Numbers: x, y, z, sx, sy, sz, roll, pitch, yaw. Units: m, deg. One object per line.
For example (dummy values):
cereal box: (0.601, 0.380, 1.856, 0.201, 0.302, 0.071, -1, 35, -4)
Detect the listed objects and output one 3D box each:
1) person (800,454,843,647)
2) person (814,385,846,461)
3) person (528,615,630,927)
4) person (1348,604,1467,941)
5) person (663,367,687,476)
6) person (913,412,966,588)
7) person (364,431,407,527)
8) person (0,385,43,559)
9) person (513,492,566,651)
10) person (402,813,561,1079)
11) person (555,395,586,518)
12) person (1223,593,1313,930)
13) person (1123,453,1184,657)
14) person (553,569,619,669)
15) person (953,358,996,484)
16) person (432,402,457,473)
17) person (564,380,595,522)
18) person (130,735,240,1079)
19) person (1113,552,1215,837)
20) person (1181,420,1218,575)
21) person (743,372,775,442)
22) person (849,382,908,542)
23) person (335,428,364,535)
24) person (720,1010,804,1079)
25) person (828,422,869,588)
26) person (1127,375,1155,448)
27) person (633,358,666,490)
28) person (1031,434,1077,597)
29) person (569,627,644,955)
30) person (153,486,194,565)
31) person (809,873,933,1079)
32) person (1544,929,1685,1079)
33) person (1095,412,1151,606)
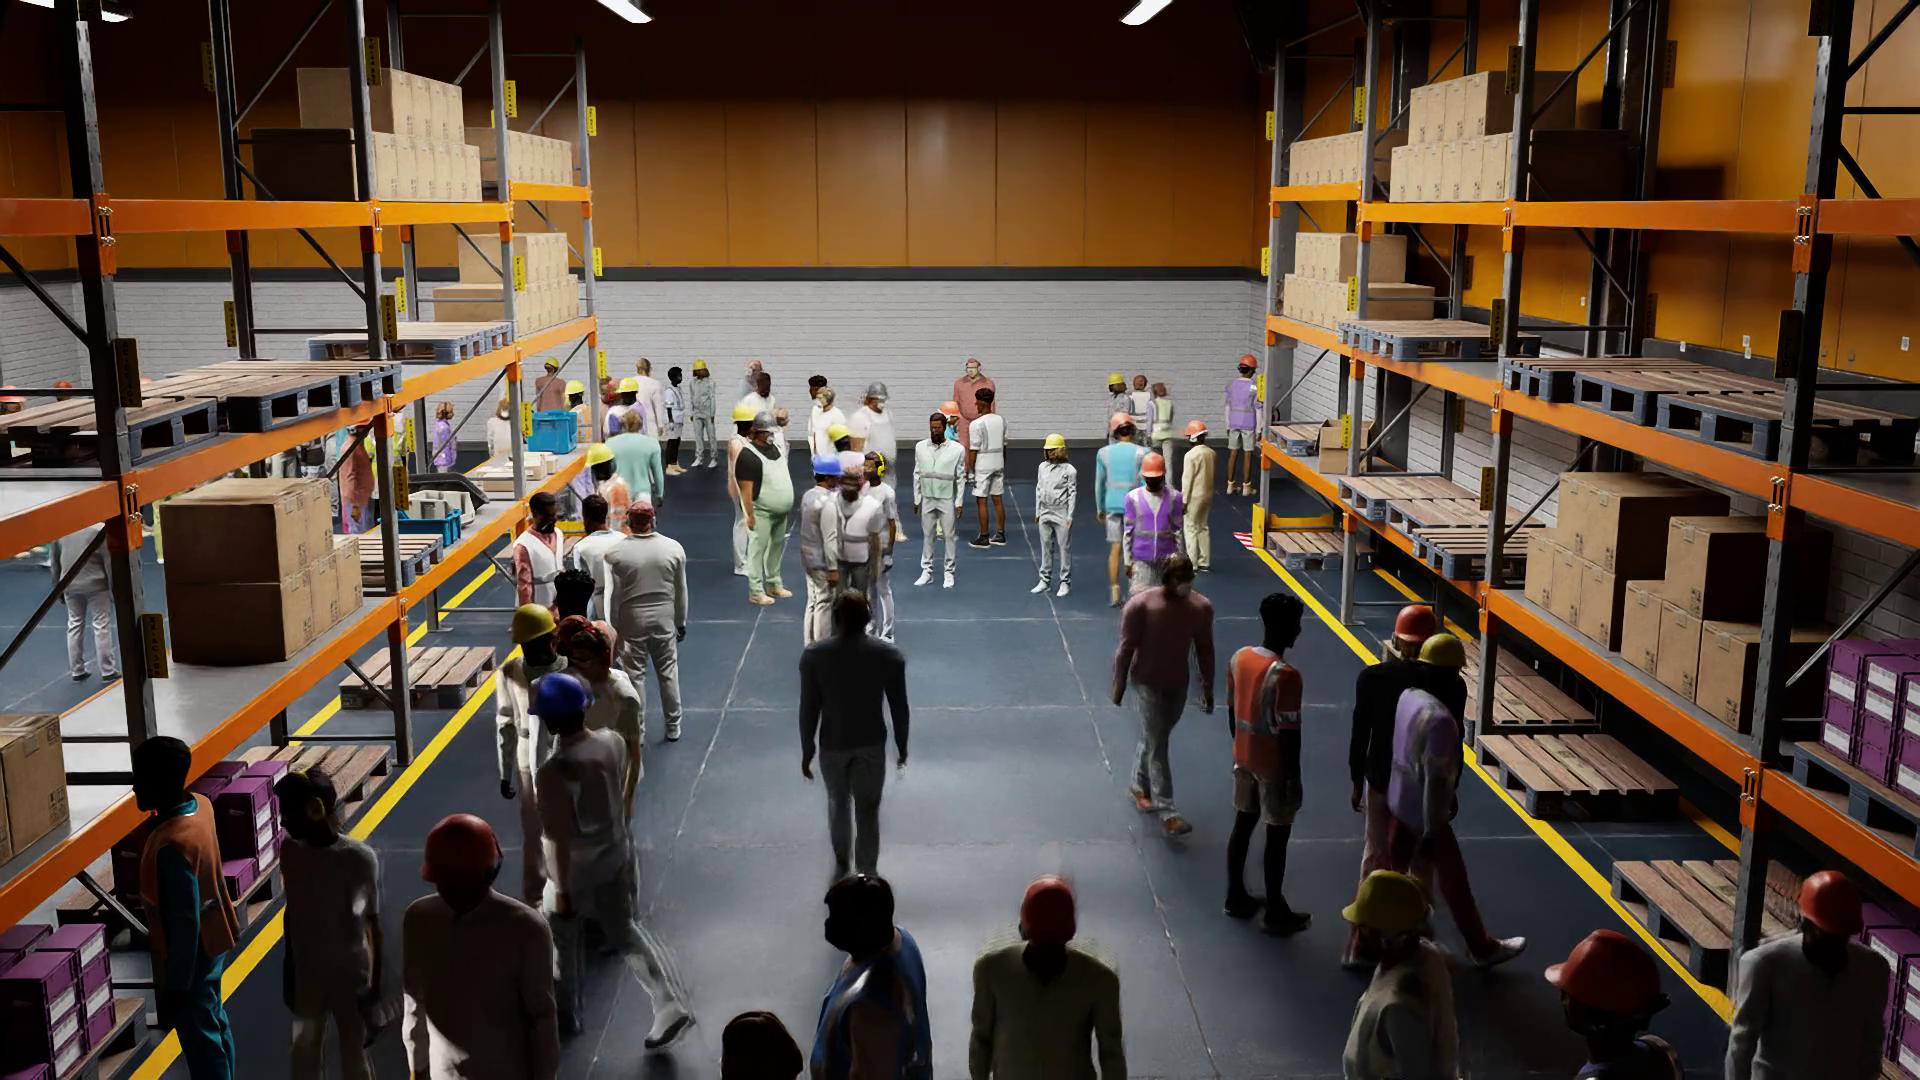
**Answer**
person: (-1.224, 0.188, 14.959, 0.423, 1.938, 0.629, -5, 12, -23)
person: (-1.629, -0.958, 20.696, 0.355, 1.936, 0.635, -7, 13, -31)
person: (-2.108, 1.343, 9.313, 0.576, 1.880, 0.353, -4, 12, -19)
person: (2.441, 1.322, 9.116, 0.612, 1.997, 0.376, 2, 11, 8)
person: (-4.421, -1.843, 25.758, 0.321, 1.691, 0.537, 2, 11, 10)
person: (-0.228, -0.440, 18.147, 0.590, 1.919, 0.392, 4, 12, 18)
person: (-7.022, -0.781, 20.407, 0.535, 1.699, 0.318, -9, 14, -38)
person: (-11.143, -0.807, 19.669, 0.377, 2.045, 0.605, 1, 11, 6)
person: (-3.320, 0.551, 13.212, 0.386, 1.904, 0.603, 3, 12, 17)
person: (-1.758, 1.935, 6.077, 0.620, 1.985, 0.408, 3, 12, 16)
person: (-5.141, -1.119, 22.050, 0.408, 1.718, 0.504, -4, 12, -19)
person: (1.776, 1.260, 9.554, 0.474, 1.953, 0.672, -5, 12, -25)
person: (1.764, 0.151, 15.179, 0.552, 1.923, 0.390, 0, 11, 0)
person: (-2.293, 1.138, 10.111, 0.367, 1.966, 0.604, 3, 12, 16)
person: (0.196, -1.750, 24.745, 0.654, 1.906, 0.408, 2, 11, 11)
person: (-6.676, -0.981, 21.585, 0.312, 1.631, 0.524, -5, 13, -25)
person: (-4.912, -1.106, 21.505, 0.399, 1.913, 0.594, 3, 12, 13)
person: (-3.300, 1.757, 7.125, 0.391, 1.920, 0.587, -4, 12, -18)
person: (1.401, 1.003, 11.006, 0.654, 1.874, 1.072, -4, 12, -21)
person: (2.669, -0.484, 18.823, 0.354, 1.737, 0.576, 10, 15, 40)
person: (-2.760, -1.368, 22.842, 0.472, 1.901, 0.631, 6, 13, 26)
person: (-1.106, -1.024, 20.767, 0.696, 2.000, 0.974, -10, 15, -41)
person: (-7.400, -0.900, 20.298, 0.401, 1.989, 0.619, -2, 11, -10)
person: (-0.605, 2.264, 5.327, 0.290, 1.629, 0.499, 1, 11, 7)
person: (-1.174, -0.290, 17.447, 0.603, 1.893, 0.459, 1, 11, 6)
person: (2.701, -1.659, 24.972, 0.515, 1.636, 0.314, -1, 11, -5)
person: (-4.641, -1.701, 24.434, 0.629, 1.934, 0.377, 3, 12, 15)
person: (1.006, -0.268, 17.724, 0.484, 1.744, 0.296, 8, 14, 34)
person: (-1.976, 1.372, 9.266, 0.563, 1.838, 0.390, 10, 15, 40)
person: (-9.204, -0.673, 19.308, 0.587, 1.920, 0.395, -3, 12, -15)
person: (-0.315, 2.049, 5.900, 0.430, 1.838, 0.618, 1, 11, 4)
person: (1.869, 2.128, 4.948, 0.370, 2.048, 0.607, 11, 15, 43)
person: (1.717, -0.337, 17.437, 0.628, 1.984, 0.936, 3, 12, 14)
